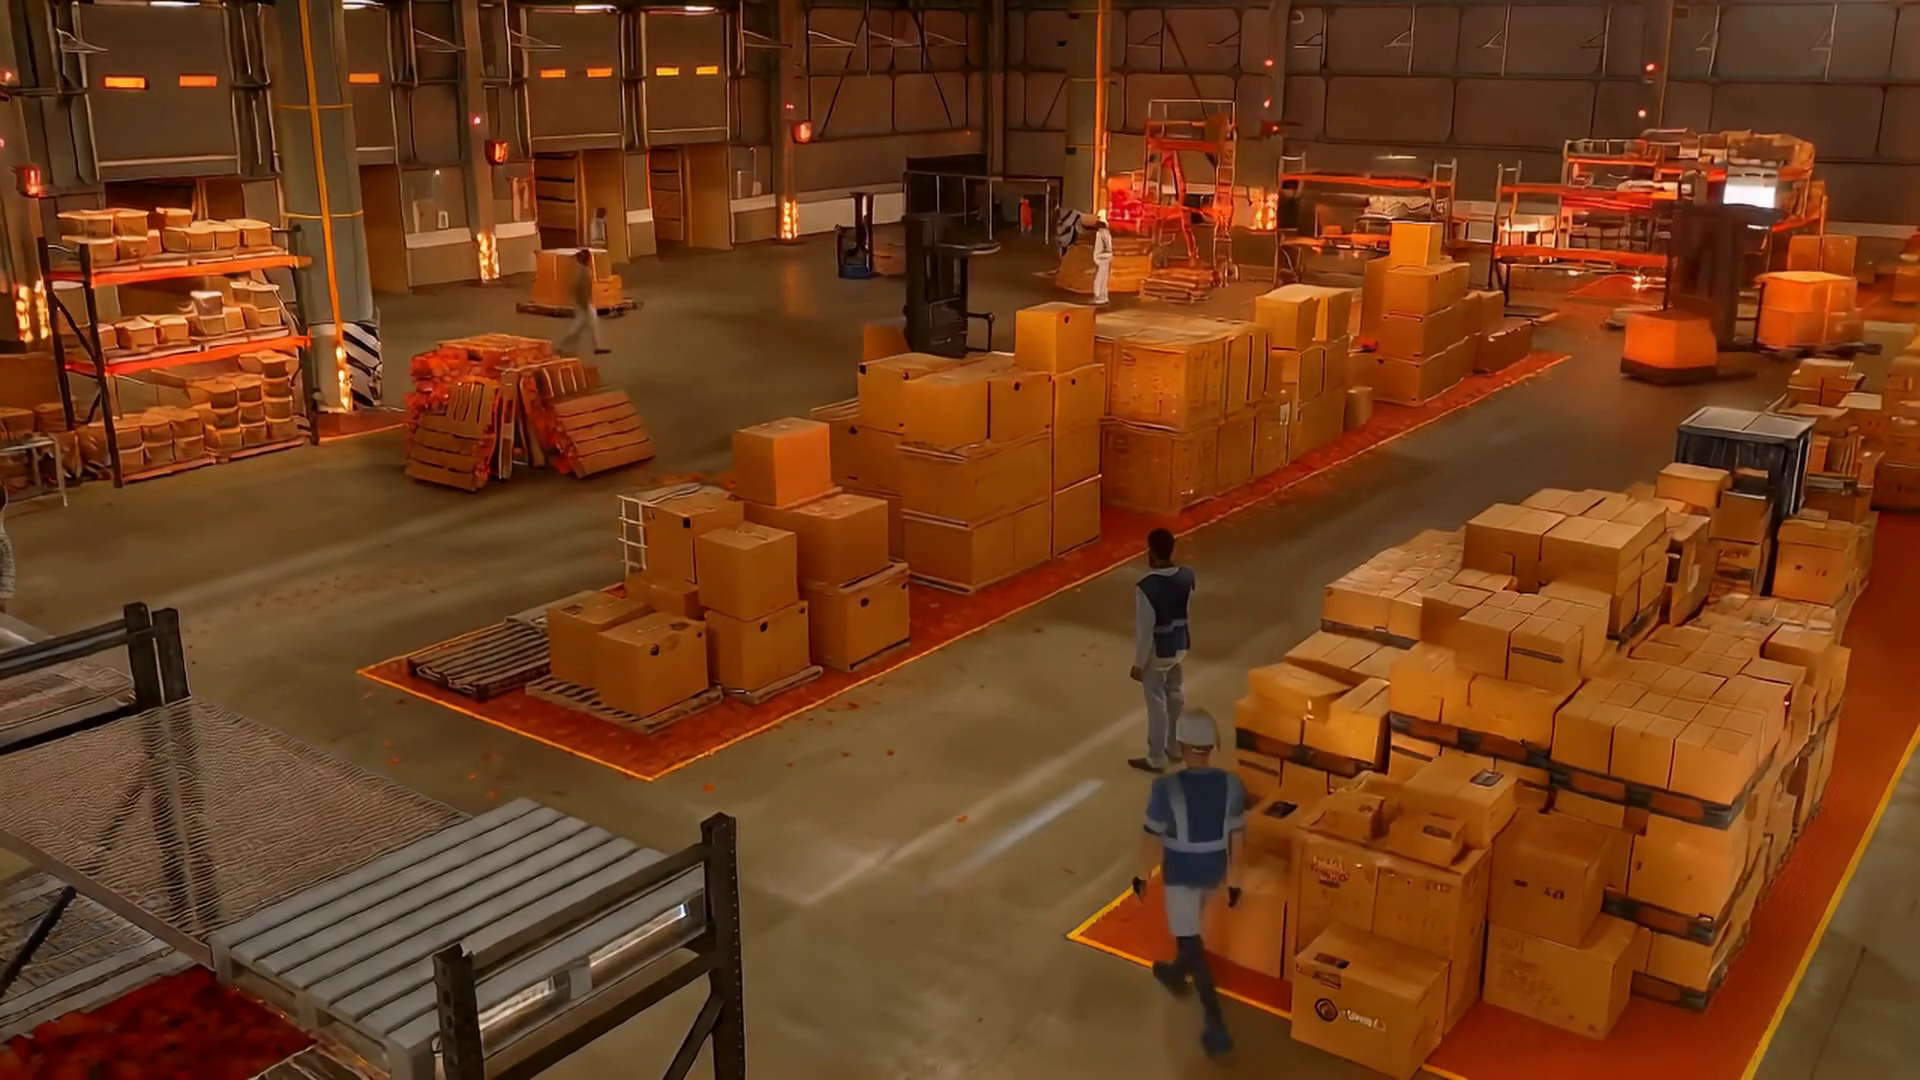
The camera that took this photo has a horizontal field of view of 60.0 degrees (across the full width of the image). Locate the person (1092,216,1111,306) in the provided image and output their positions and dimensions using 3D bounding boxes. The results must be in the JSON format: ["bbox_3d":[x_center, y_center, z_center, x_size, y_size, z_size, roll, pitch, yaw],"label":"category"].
[{"bbox_3d":[2.981,-5.848,34.857,0.350,1.878,0.568,10,19,29],"label":"person"}]

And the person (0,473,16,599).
[{"bbox_3d":[-9.720,-0.361,16.581,0.373,1.937,0.629,-7,18,-23],"label":"person"}]

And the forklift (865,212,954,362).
[{"bbox_3d":[-0.496,-3.696,26.012,1.873,2.768,1.129,12,20,34],"label":"forklift"}]

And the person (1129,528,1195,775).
[{"bbox_3d":[1.538,0.850,12.606,0.590,1.913,0.395,-15,23,-41],"label":"person"}]

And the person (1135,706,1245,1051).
[{"bbox_3d":[1.326,1.868,9.297,0.555,1.891,1.019,-6,18,-18],"label":"person"}]

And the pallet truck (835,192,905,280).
[{"bbox_3d":[-1.936,-7.159,38.982,1.885,1.965,0.823,-12,21,-34],"label":"pallet truck"}]

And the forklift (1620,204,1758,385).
[{"bbox_3d":[12.008,-4.026,27.105,1.873,2.768,1.129,-5,17,-15],"label":"forklift"}]

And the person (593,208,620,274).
[{"bbox_3d":[-8.449,-7.009,39.146,0.510,1.604,0.830,12,20,34],"label":"person"}]

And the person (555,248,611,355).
[{"bbox_3d":[-6.683,-4.177,29.259,0.877,1.916,0.626,0,17,-1],"label":"person"}]
